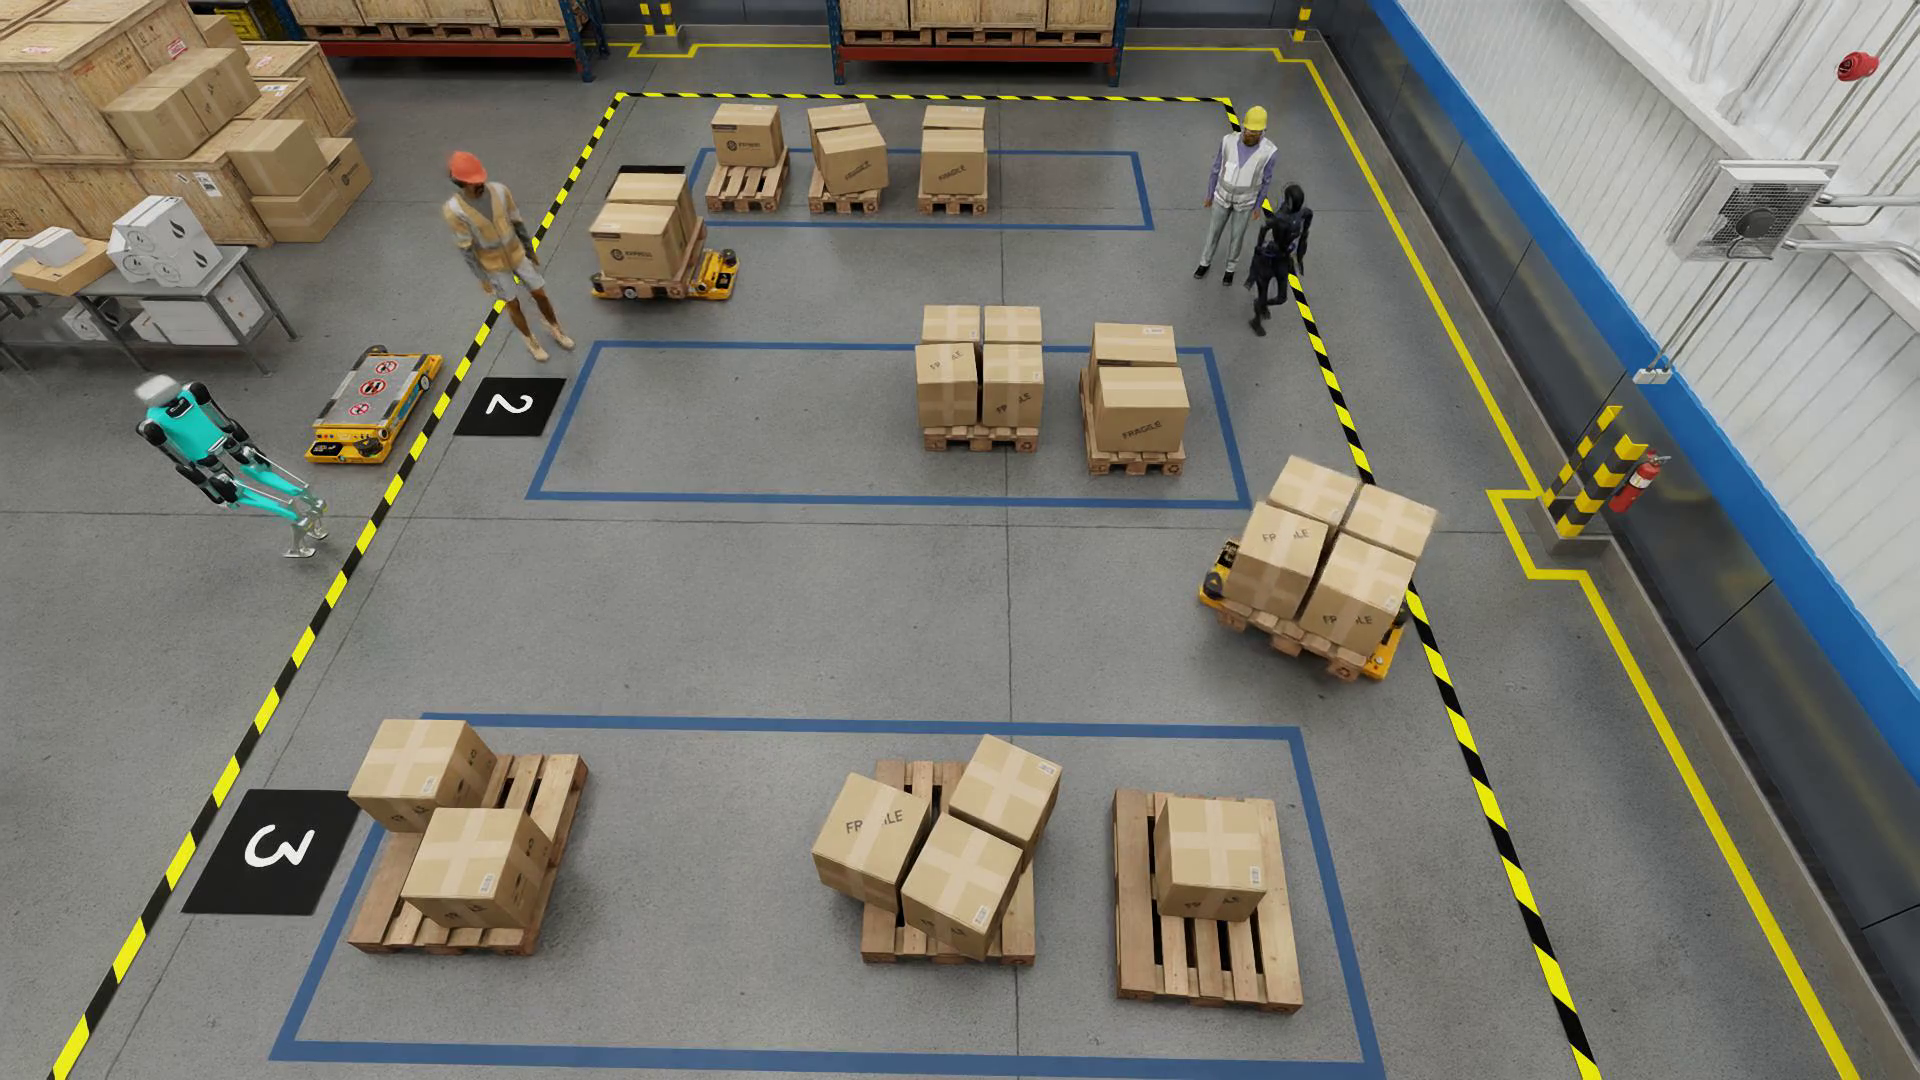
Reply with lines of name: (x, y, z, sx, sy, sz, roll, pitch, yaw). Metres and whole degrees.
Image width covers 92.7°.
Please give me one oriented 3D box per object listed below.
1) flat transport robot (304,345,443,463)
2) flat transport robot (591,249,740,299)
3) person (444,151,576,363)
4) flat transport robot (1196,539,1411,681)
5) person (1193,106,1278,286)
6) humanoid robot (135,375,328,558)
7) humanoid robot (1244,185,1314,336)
flat transport robot: (-5.383, -1.269, 8.441, 0.659, 0.231, 1.431, 1, 50, 1)
flat transport robot: (-3.130, -2.846, 9.757, 1.431, 0.197, 0.652, 1, 50, 1)
person: (-4.136, -2.528, 8.353, 0.447, 2.038, 0.626, 37, 59, 27)
flat transport robot: (2.603, 0.470, 6.951, 1.431, 0.197, 0.652, 25, 54, 20)
person: (2.777, -3.455, 9.262, 0.599, 1.836, 0.404, 20, 53, 16)
humanoid robot: (-5.171, -0.475, 6.722, 0.735, 1.673, 0.533, 9, 50, 8)
humanoid robot: (2.983, -2.664, 8.705, 0.624, 1.627, 0.489, -14, 51, -12)
